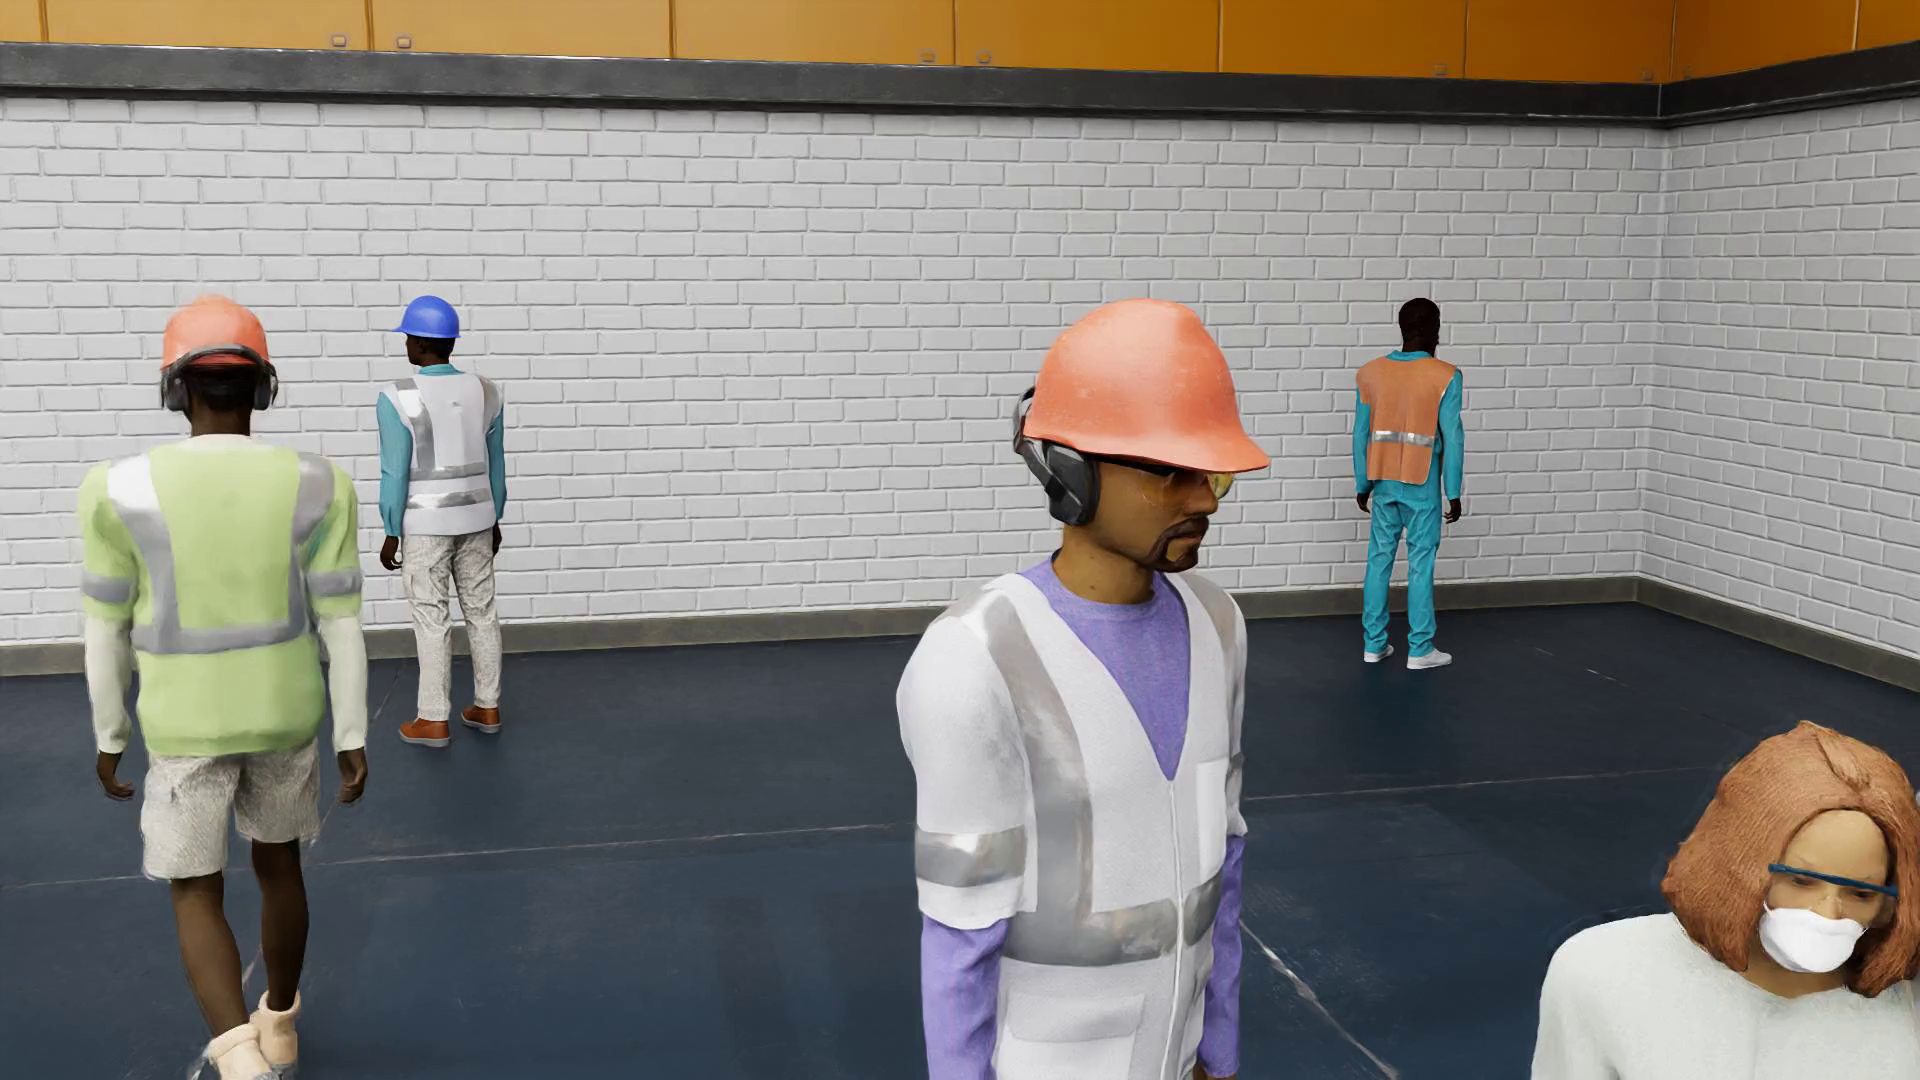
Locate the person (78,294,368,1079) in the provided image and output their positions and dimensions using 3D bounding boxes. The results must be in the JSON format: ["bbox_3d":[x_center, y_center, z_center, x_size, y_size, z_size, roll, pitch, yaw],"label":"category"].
[{"bbox_3d":[-1.711,0.430,3.946,0.604,2.013,0.864,-6,11,-32],"label":"person"}]

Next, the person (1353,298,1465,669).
[{"bbox_3d":[2.313,-0.289,8.621,0.596,1.913,0.373,8,12,41],"label":"person"}]

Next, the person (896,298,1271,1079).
[{"bbox_3d":[0.198,0.703,2.233,0.602,2.035,0.407,-8,13,-42],"label":"person"}]

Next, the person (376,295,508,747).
[{"bbox_3d":[-2.242,-0.080,7.237,0.378,1.951,0.608,8,12,39],"label":"person"}]

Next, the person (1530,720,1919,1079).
[{"bbox_3d":[0.951,0.950,2.027,0.534,1.605,0.618,5,11,30],"label":"person"}]
